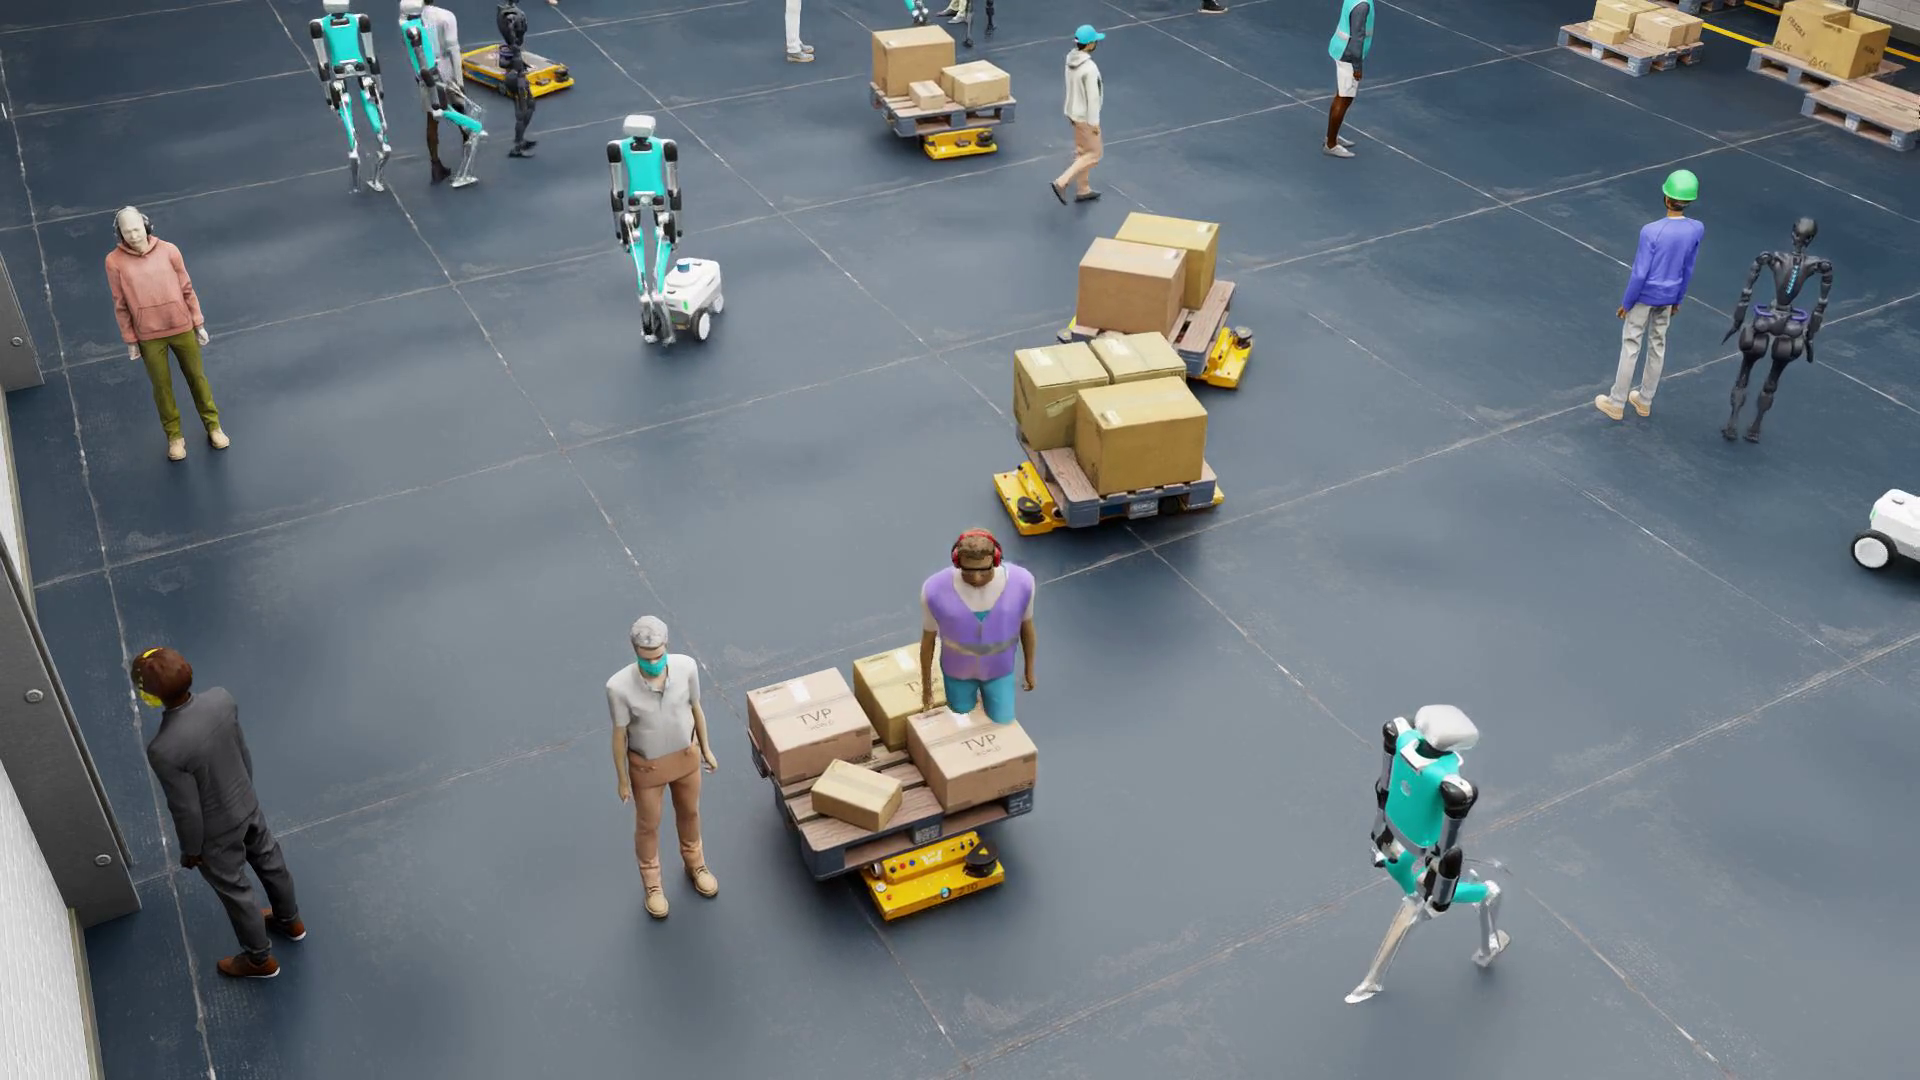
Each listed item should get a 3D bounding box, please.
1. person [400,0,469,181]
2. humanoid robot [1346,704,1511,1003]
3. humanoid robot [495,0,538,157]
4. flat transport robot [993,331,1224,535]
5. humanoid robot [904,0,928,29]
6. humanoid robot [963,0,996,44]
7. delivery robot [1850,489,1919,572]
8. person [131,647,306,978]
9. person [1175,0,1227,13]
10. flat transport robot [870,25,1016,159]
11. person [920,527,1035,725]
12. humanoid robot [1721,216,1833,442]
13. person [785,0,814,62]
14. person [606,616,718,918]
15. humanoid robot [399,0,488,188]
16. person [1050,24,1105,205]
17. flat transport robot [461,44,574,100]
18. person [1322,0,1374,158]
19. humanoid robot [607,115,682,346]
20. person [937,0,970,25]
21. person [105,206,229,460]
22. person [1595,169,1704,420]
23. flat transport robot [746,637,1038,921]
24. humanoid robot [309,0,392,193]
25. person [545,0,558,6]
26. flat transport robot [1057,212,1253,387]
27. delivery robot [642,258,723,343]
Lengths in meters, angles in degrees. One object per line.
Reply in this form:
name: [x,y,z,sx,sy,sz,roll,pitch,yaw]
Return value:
person: [-4.894,-4.385,15.575,0.551,1.882,0.999,2,35,3]
humanoid robot: [2.276,1.377,7.490,0.954,1.777,0.536,-14,38,-20]
humanoid robot: [-4.273,-4.566,16.011,0.308,1.648,0.602,-7,36,-10]
flat transport robot: [1.002,-0.381,11.259,1.431,0.231,0.659,-9,36,-13]
humanoid robot: [-0.553,-6.265,18.395,0.664,1.815,0.541,26,43,32]
humanoid robot: [0.206,-6.443,18.735,0.601,1.663,0.735,5,35,6]
delivery robot: [6.121,-0.011,10.469,0.499,0.580,0.756,-27,43,-33]
person: [-3.367,1.243,7.543,0.356,1.874,0.491,10,36,13]
person: [2.850,-7.161,19.480,0.651,1.941,0.615,-1,35,-1]
flat transport robot: [-0.184,-4.187,16.694,0.659,0.231,1.431,-11,37,-16]
person: [0.090,0.680,8.387,0.593,1.824,0.484,-4,35,-5]
humanoid robot: [5.659,-1.435,11.564,0.603,1.657,0.412,10,36,14]
person: [-1.804,-6.209,18.174,0.337,1.882,0.583,-2,35,-2]
person: [-1.408,1.055,7.922,0.490,1.743,0.302,-18,39,-24]
humanoid robot: [-4.654,-4.086,15.264,0.689,1.788,0.531,-10,36,-14]
person: [1.079,-3.783,14.893,0.513,1.657,0.490,-14,37,-19]
flat transport robot: [-4.884,-5.070,17.954,1.431,0.231,0.659,26,43,32]
person: [3.751,-4.622,15.880,0.474,1.924,0.538,6,35,8]
humanoid robot: [-2.372,-2.270,12.702,0.548,1.820,0.726,-4,35,-5]
person: [-0.023,-6.934,19.241,0.390,1.847,0.562,-12,37,-17]
person: [-5.454,-1.432,11.394,0.535,1.836,0.372,-19,39,-25]
person: [4.906,-1.724,11.782,0.470,1.871,0.345,-5,35,-8]
flat transport robot: [-0.367,1.365,8.767,0.659,0.231,1.431,-15,38,-20]
humanoid robot: [-5.478,-3.977,15.139,0.539,1.800,0.705,-15,38,-20]
person: [-5.091,-7.319,19.944,0.555,1.658,0.652,-23,41,-29]
flat transport robot: [1.500,-1.516,12.880,1.431,0.231,0.659,11,37,15]
delivery robot: [-2.179,-1.957,13.234,0.499,0.563,0.738,9,36,13]
